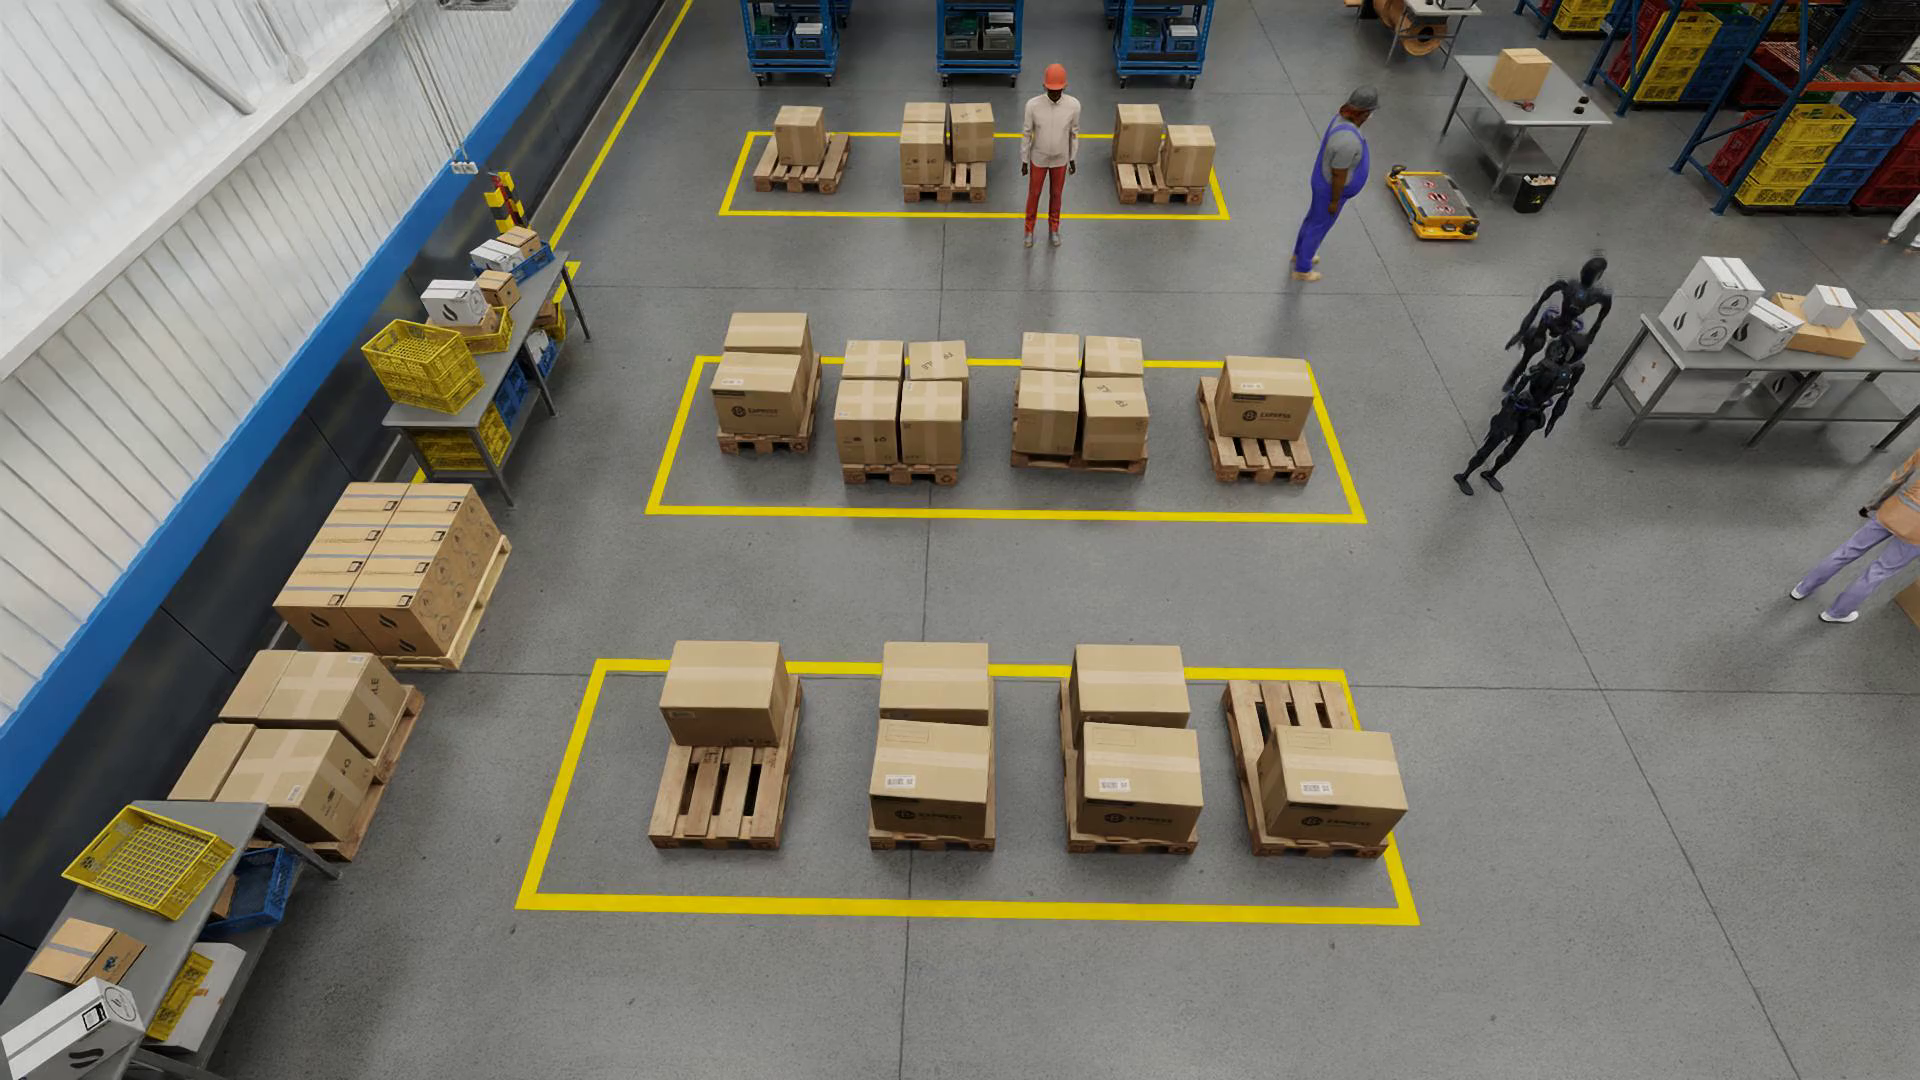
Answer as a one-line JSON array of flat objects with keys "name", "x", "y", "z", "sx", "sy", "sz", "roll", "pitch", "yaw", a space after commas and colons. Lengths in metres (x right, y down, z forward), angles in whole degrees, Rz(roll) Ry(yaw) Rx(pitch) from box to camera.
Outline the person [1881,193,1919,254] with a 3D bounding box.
[{"name": "person", "x": 10.930, "y": -4.047, "z": 9.967, "sx": 0.359, "sy": 1.886, "sz": 0.572, "roll": -21, "pitch": 52, "yaw": -17}]

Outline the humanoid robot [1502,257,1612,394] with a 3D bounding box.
[{"name": "humanoid robot", "x": 5.319, "y": -1.827, "z": 8.218, "sx": 0.619, "sy": 1.620, "sz": 0.740, "roll": 31, "pitch": 56, "yaw": 24}]

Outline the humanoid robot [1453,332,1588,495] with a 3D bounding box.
[{"name": "humanoid robot", "x": 4.598, "y": -1.004, "z": 7.469, "sx": 0.577, "sy": 1.651, "sz": 0.333, "roll": -7, "pitch": 49, "yaw": -6}]

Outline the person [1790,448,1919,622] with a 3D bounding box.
[{"name": "person", "x": 6.783, "y": -0.120, "z": 6.545, "sx": 0.368, "sy": 1.922, "sz": 0.584, "roll": -16, "pitch": 51, "yaw": -14}]

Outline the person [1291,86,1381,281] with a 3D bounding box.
[{"name": "person", "x": 3.932, "y": -3.704, "z": 9.569, "sx": 0.536, "sy": 2.000, "sz": 0.679, "roll": 7, "pitch": 50, "yaw": 6}]

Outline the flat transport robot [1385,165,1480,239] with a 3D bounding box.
[{"name": "flat transport robot", "x": 5.692, "y": -4.094, "z": 11.059, "sx": 0.652, "sy": 0.197, "sz": 1.431, "roll": 1, "pitch": 49, "yaw": 1}]

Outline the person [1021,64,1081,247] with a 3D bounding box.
[{"name": "person", "x": 0.973, "y": -4.148, "z": 9.983, "sx": 0.621, "sy": 1.991, "sz": 0.394, "roll": -4, "pitch": 49, "yaw": -3}]
